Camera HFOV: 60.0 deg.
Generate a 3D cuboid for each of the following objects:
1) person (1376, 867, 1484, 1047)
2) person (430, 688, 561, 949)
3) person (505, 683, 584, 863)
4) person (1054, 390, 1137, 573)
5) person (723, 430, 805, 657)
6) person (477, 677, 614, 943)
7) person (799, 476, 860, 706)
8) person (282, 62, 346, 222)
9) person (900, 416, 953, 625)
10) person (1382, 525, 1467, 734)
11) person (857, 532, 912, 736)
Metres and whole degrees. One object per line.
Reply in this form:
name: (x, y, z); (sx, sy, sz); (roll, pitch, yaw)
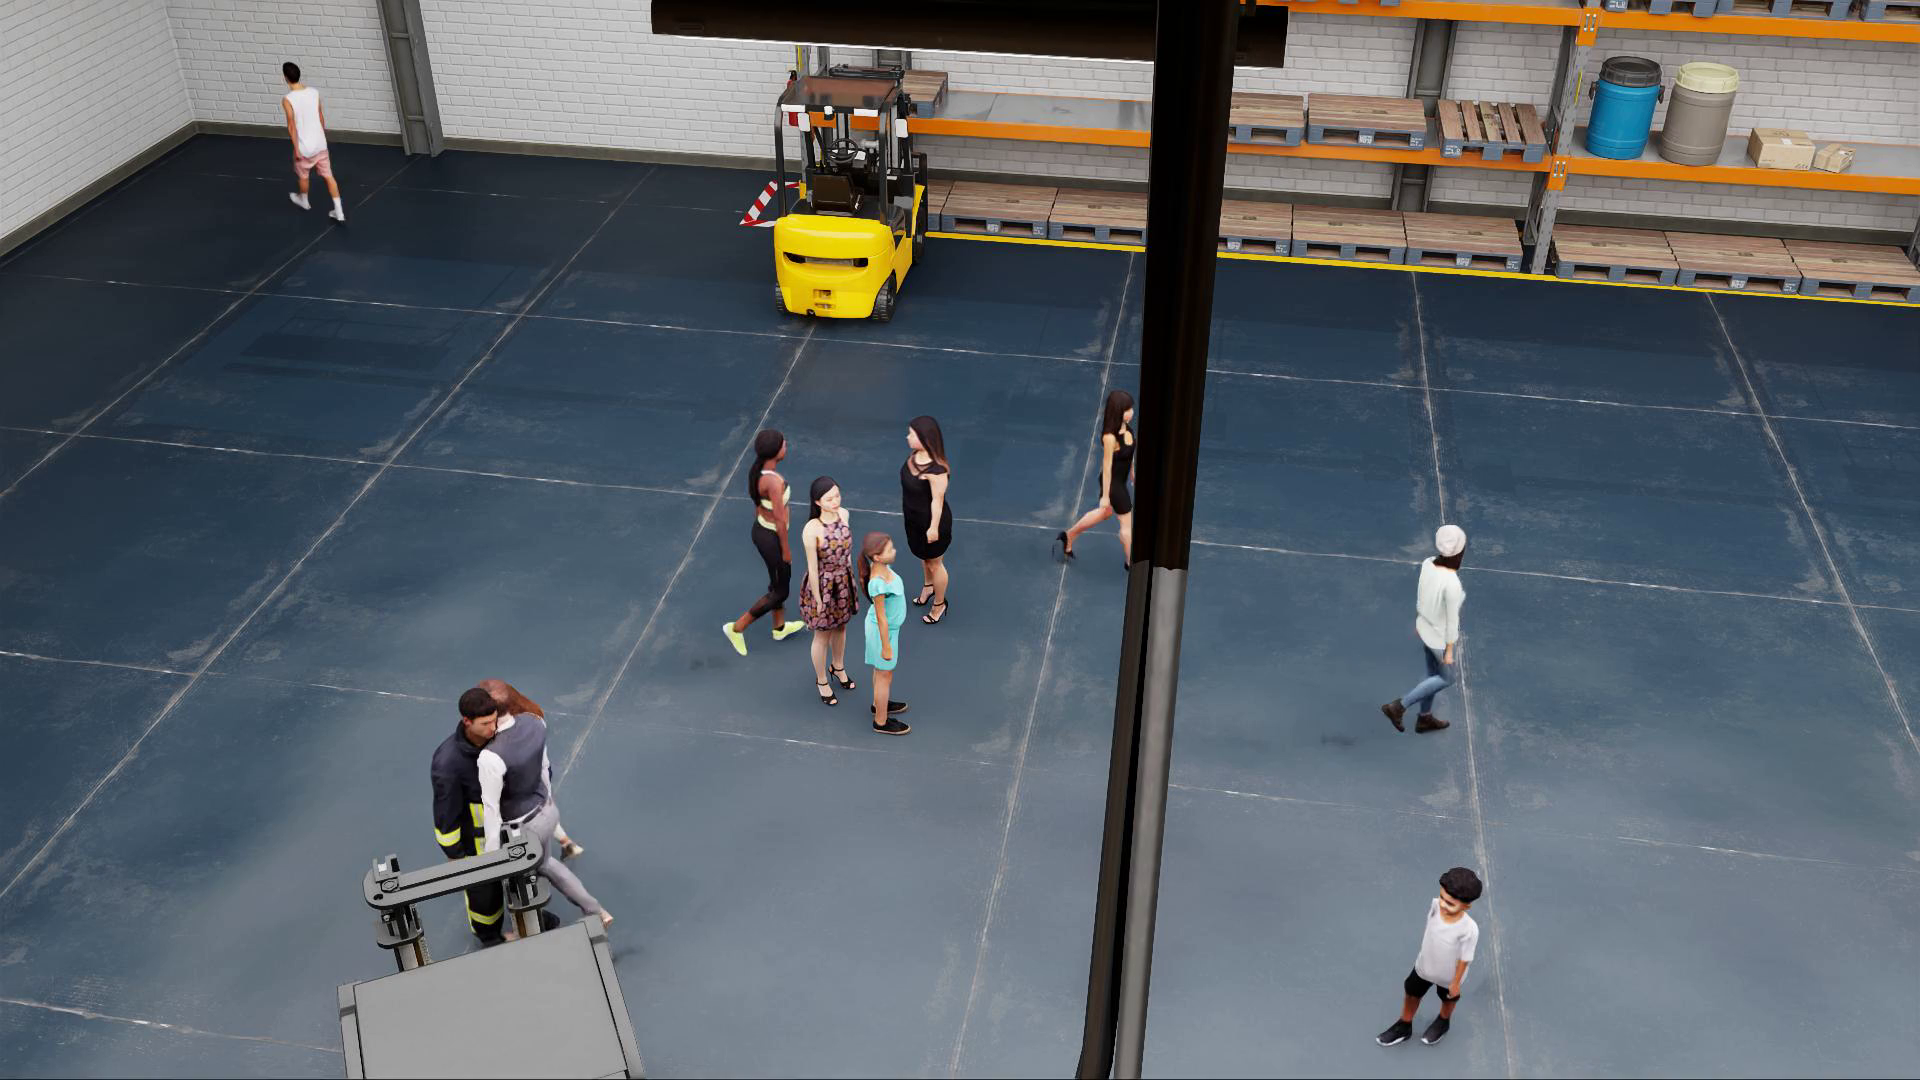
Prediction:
person: (2.665, 2.239, 8.999); (0.755, 1.244, 0.704); (-24, 41, -32)
person: (-2.659, 1.559, 9.422); (0.943, 1.910, 0.956); (-24, 40, -31)
person: (-2.565, 1.465, 9.942); (0.722, 1.490, 0.584); (8, 34, 11)
person: (1.104, -0.429, 12.677); (1.060, 1.617, 0.649); (10, 35, 15)
person: (-1.394, 0.038, 11.868); (0.975, 1.736, 0.859); (-11, 35, -15)
person: (-2.358, 1.599, 9.355); (0.984, 1.917, 0.809); (9, 35, 13)
person: (-0.883, 0.341, 11.376); (0.815, 1.774, 0.783); (22, 40, 30)
person: (-7.182, -4.370, 18.501); (1.225, 1.735, 1.015); (24, 40, 32)
person: (-0.219, -0.157, 12.177); (0.741, 1.718, 0.744); (-7, 34, -11)
person: (3.098, 0.635, 11.058); (0.868, 1.637, 0.753); (-7, 34, -10)
person: (-0.517, 0.604, 11.175); (0.608, 1.558, 0.598); (-2, 34, -3)
